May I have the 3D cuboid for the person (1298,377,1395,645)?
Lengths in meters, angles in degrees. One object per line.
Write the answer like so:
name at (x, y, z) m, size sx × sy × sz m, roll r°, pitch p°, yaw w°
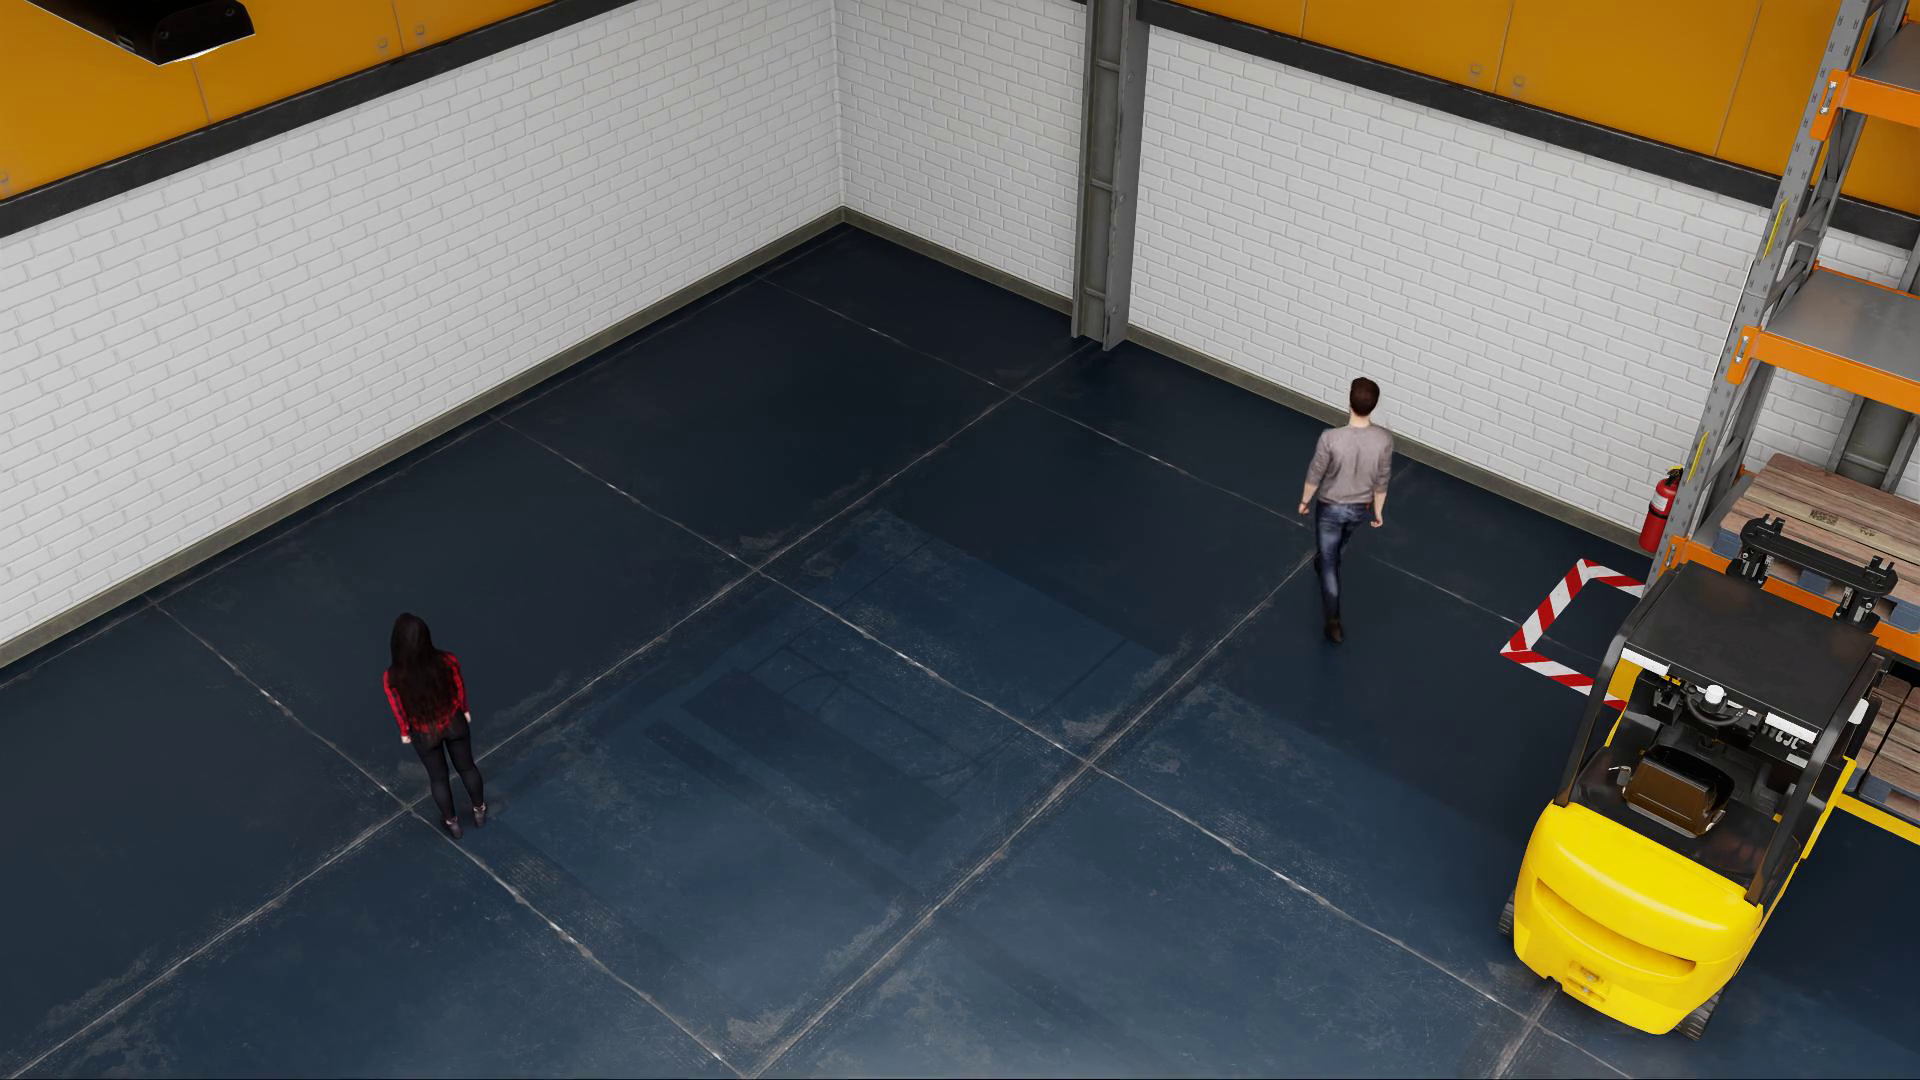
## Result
person at (2.555, -0.161, 11.022) m, size 1.229 × 1.874 × 1.277 m, roll -2°, pitch 39°, yaw -2°

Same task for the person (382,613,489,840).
person at (-3.018, 1.085, 9.635) m, size 0.644 × 1.658 × 0.614 m, roll -21°, pitch 43°, yaw -24°
